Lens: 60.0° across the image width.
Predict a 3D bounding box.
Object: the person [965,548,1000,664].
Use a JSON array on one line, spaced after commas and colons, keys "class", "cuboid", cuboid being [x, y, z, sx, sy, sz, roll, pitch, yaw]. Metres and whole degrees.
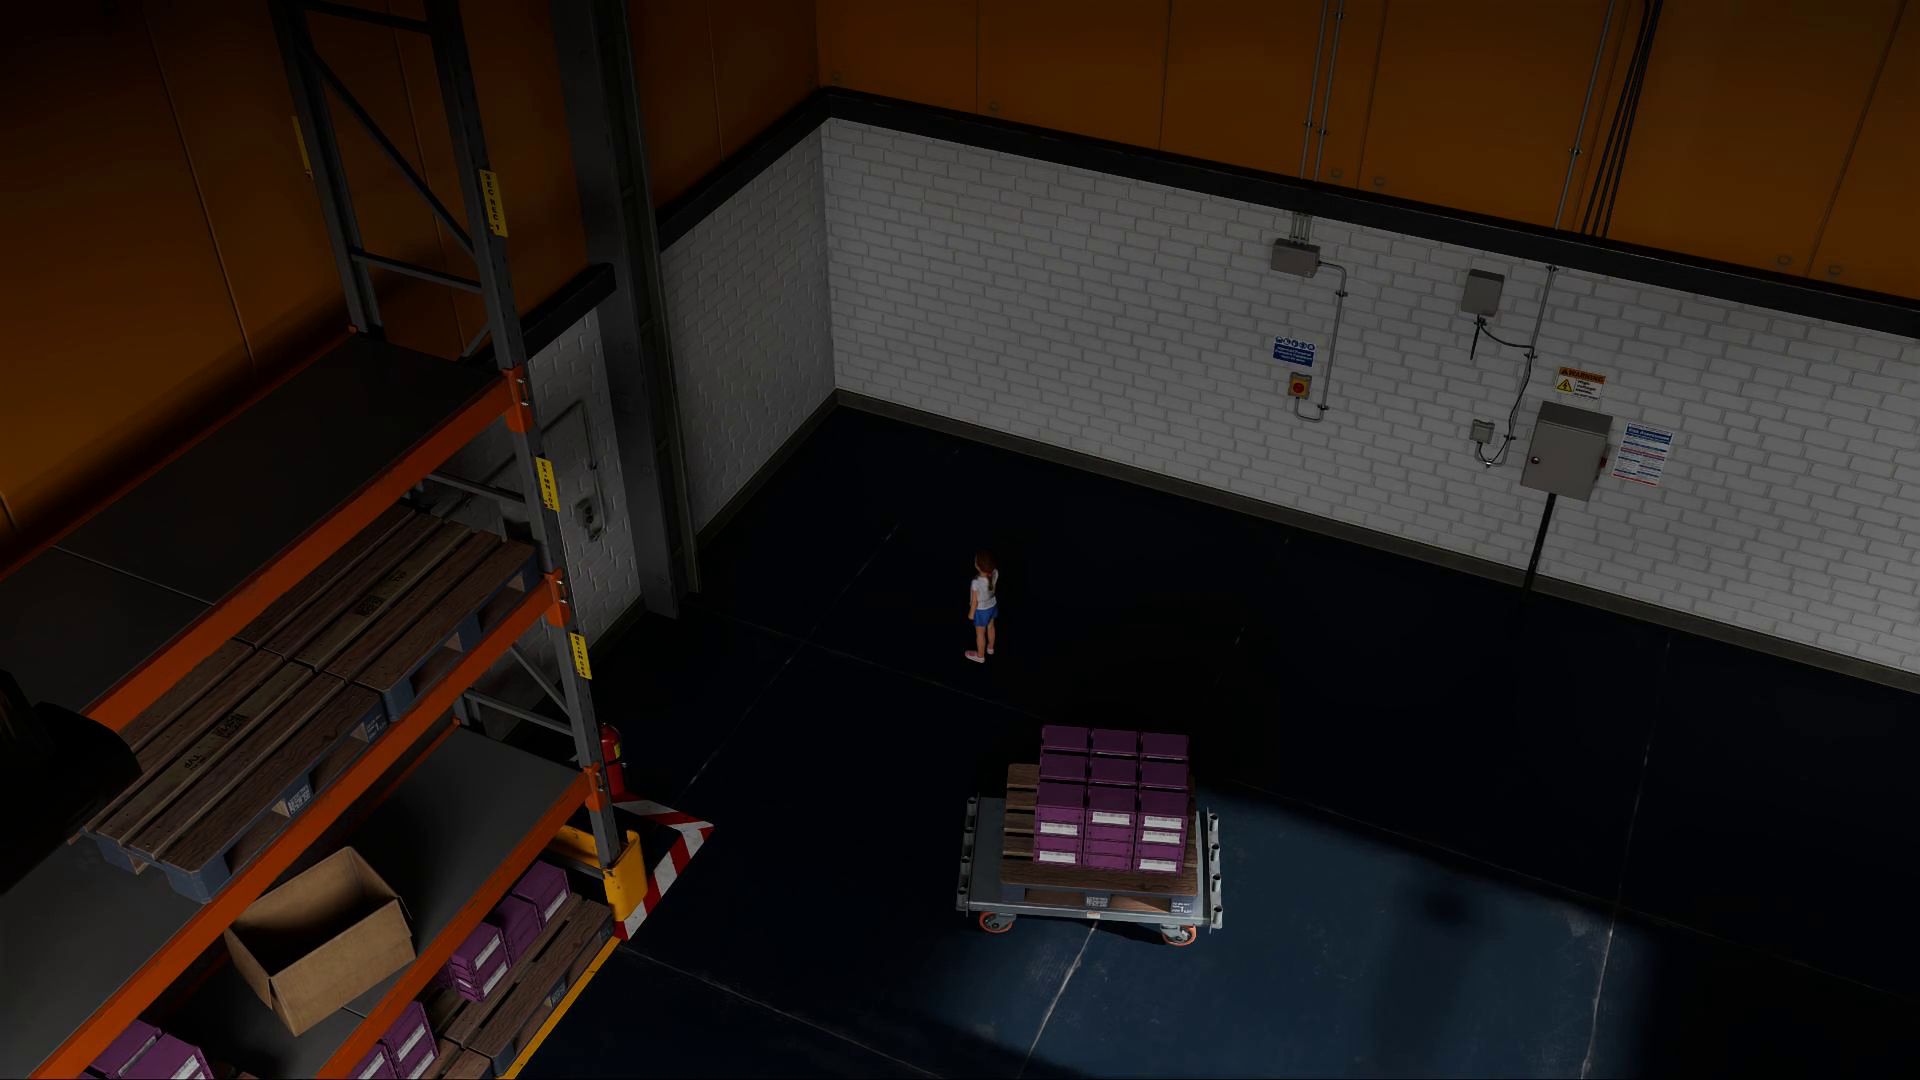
[{"class": "person", "cuboid": [0.177, 0.474, 12.282, 0.523, 1.019, 0.422, 29, 47, 31]}]
